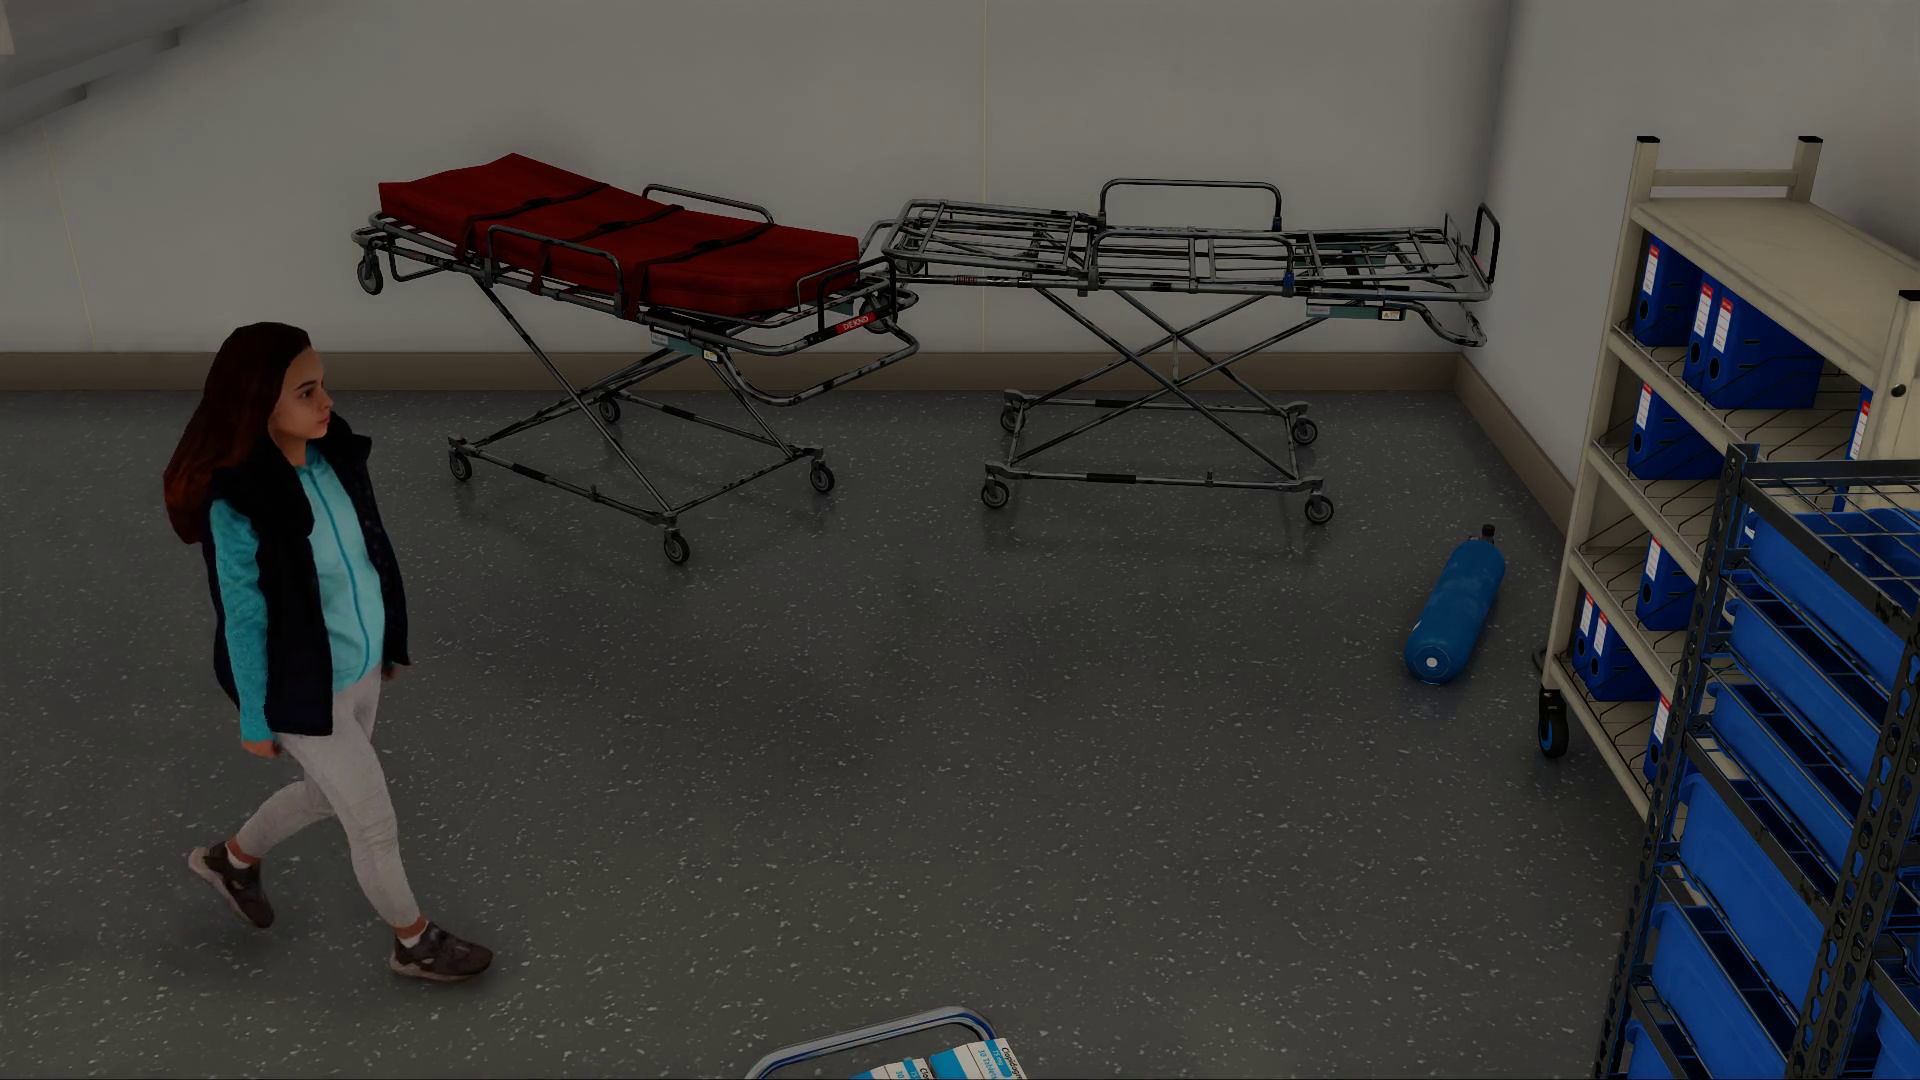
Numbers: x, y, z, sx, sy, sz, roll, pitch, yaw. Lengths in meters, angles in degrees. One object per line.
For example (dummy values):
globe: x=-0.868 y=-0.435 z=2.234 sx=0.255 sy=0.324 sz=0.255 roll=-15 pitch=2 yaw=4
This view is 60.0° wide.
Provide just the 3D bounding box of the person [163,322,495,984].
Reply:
person: x=-1.383 y=0.271 z=3.411 sx=0.984 sy=1.476 sz=0.692 roll=4 pitch=26 yaw=9
